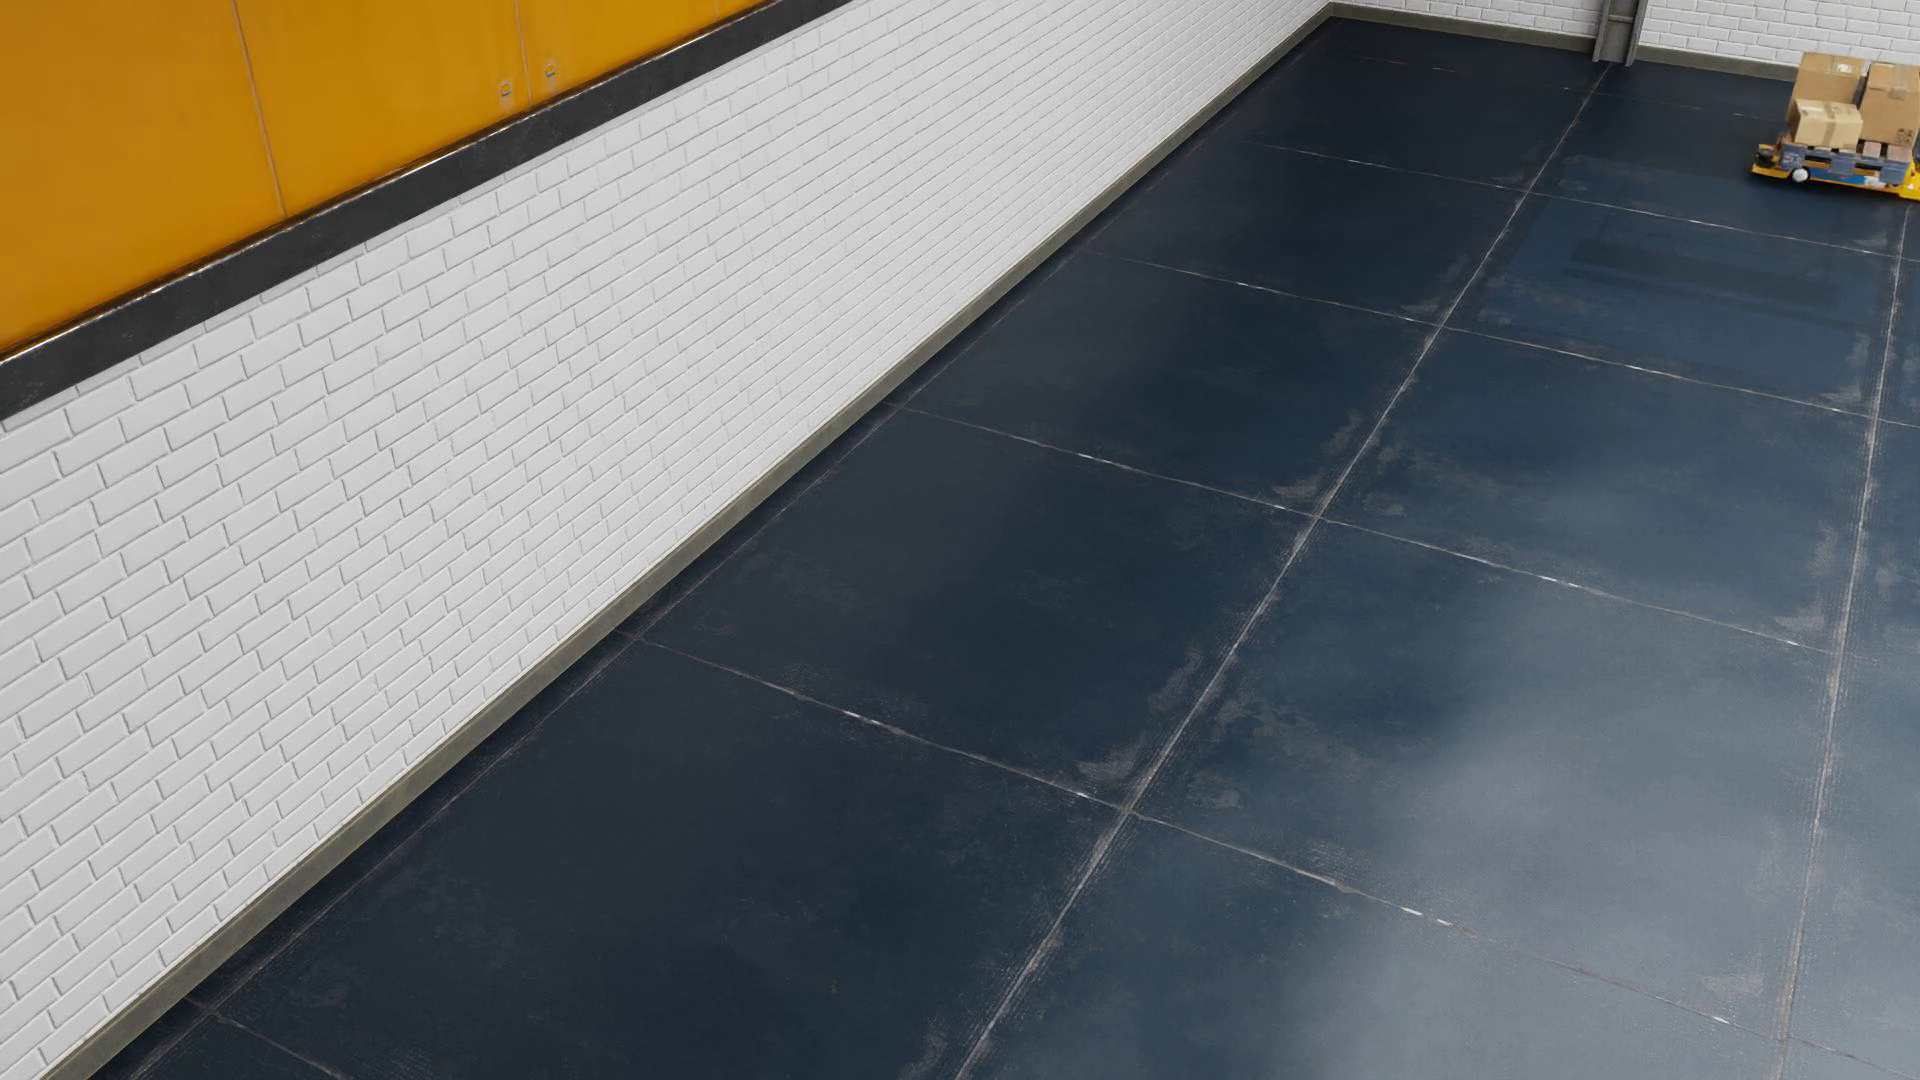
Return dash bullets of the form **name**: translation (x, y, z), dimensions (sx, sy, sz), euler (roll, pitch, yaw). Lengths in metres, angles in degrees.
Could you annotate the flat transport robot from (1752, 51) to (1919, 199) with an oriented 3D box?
- **flat transport robot**: translation (7.953, -3.373, 14.996), dimensions (1.431, 0.231, 0.659), euler (16, 37, 22)
